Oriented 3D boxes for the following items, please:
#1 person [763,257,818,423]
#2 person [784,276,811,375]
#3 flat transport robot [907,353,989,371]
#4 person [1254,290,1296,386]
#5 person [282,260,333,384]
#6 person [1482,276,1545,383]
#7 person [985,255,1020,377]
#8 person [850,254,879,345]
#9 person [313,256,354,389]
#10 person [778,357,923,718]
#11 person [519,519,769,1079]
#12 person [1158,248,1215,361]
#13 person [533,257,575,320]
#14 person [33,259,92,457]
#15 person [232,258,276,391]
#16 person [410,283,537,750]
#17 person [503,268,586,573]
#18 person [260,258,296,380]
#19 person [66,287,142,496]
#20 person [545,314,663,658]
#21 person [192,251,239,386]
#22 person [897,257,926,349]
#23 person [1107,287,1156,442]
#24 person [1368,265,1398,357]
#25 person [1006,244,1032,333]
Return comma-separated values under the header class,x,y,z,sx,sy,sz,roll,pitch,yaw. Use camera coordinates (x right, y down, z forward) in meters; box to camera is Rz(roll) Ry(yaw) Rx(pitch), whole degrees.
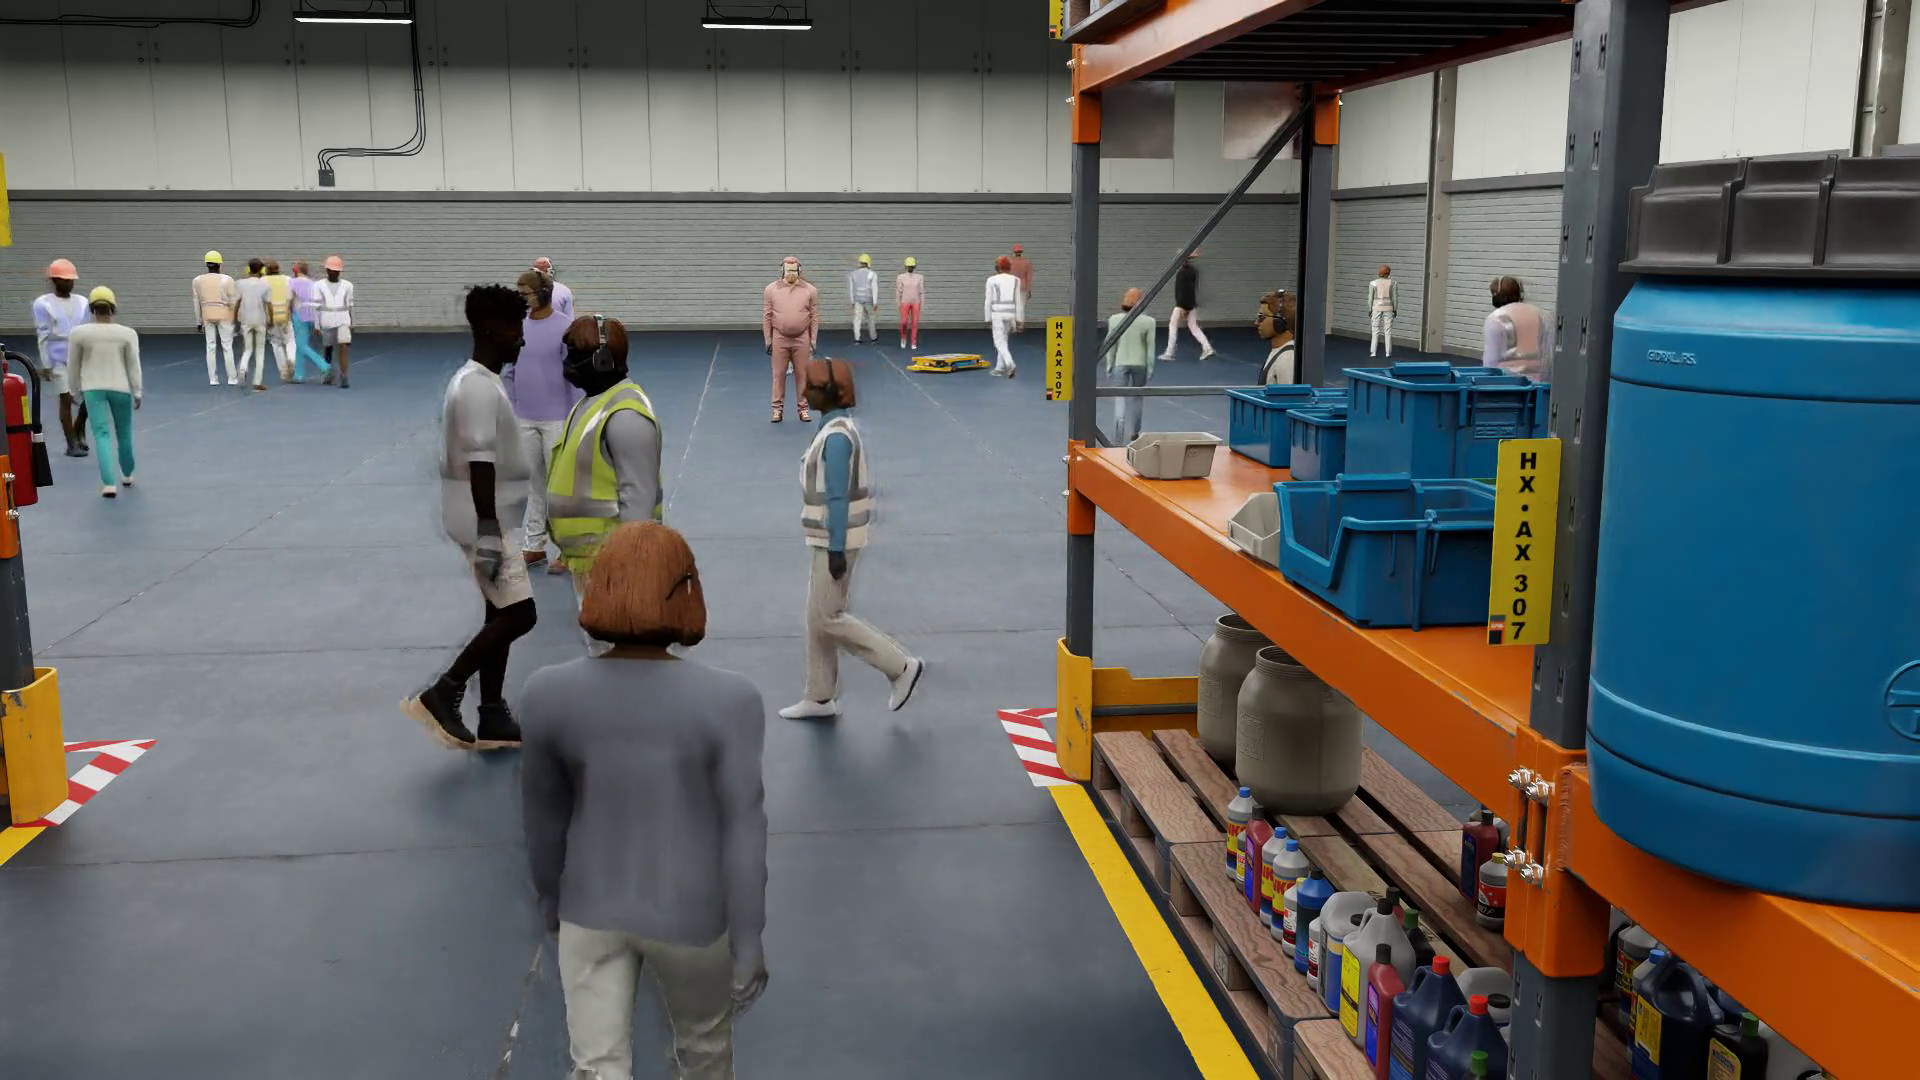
class,x,y,z,sx,sy,sz,roll,pitch,yaw
person,-1.949,-2.305,19.188,0.641,1.905,0.410,-2,10,-9
person,-2.551,-3.302,25.399,0.538,1.611,0.653,10,14,44
flat transport robot,-0.183,-2.850,26.647,0.652,0.197,1.431,7,12,32
person,1.738,-0.442,9.135,0.345,1.846,0.506,1,10,7
person,-9.436,-3.147,24.066,0.811,1.806,0.599,4,11,20
person,4.633,-1.284,13.850,0.643,1.816,0.571,-6,12,-30
person,0.672,-3.385,25.247,0.583,1.860,0.826,-5,12,-27
person,-1.886,-4.759,32.974,0.612,1.783,0.919,3,11,18
person,-8.938,-3.117,23.762,0.555,1.874,1.099,-4,11,-21
person,-0.500,0.008,7.272,0.559,1.623,0.520,-1,10,-6
person,-0.623,0.742,3.331,0.518,1.580,0.850,1,10,6
person,3.952,-4.061,28.720,0.992,1.949,0.626,8,13,36
person,-4.556,-2.150,18.340,0.643,1.905,0.400,-1,10,-5
person,-8.644,-1.752,16.122,0.428,1.923,0.547,8,13,37
person,-9.734,-2.957,22.904,0.559,1.842,0.545,0,10,-2
person,-1.956,-0.072,6.832,0.486,1.943,0.642,-3,11,-16
person,-2.644,-0.753,10.596,0.627,1.936,0.373,5,12,26
person,-10.109,-3.264,24.684,0.641,1.815,0.633,-5,11,-25
person,-7.129,-1.243,13.886,0.541,1.717,0.923,-6,12,-31
person,-1.355,0.068,6.347,0.429,1.842,0.633,-5,12,-26
person,-10.658,-3.171,23.865,0.586,1.928,0.380,-1,10,-5
person,-0.922,-4.493,31.606,0.530,1.756,0.421,-2,11,-10
person,1.766,-1.797,17.186,0.509,1.611,0.585,2,11,11
person,7.498,-4.053,29.494,0.520,1.640,0.307,3,11,14
person,1.283,-5.562,36.874,0.630,1.969,0.831,0,10,0
